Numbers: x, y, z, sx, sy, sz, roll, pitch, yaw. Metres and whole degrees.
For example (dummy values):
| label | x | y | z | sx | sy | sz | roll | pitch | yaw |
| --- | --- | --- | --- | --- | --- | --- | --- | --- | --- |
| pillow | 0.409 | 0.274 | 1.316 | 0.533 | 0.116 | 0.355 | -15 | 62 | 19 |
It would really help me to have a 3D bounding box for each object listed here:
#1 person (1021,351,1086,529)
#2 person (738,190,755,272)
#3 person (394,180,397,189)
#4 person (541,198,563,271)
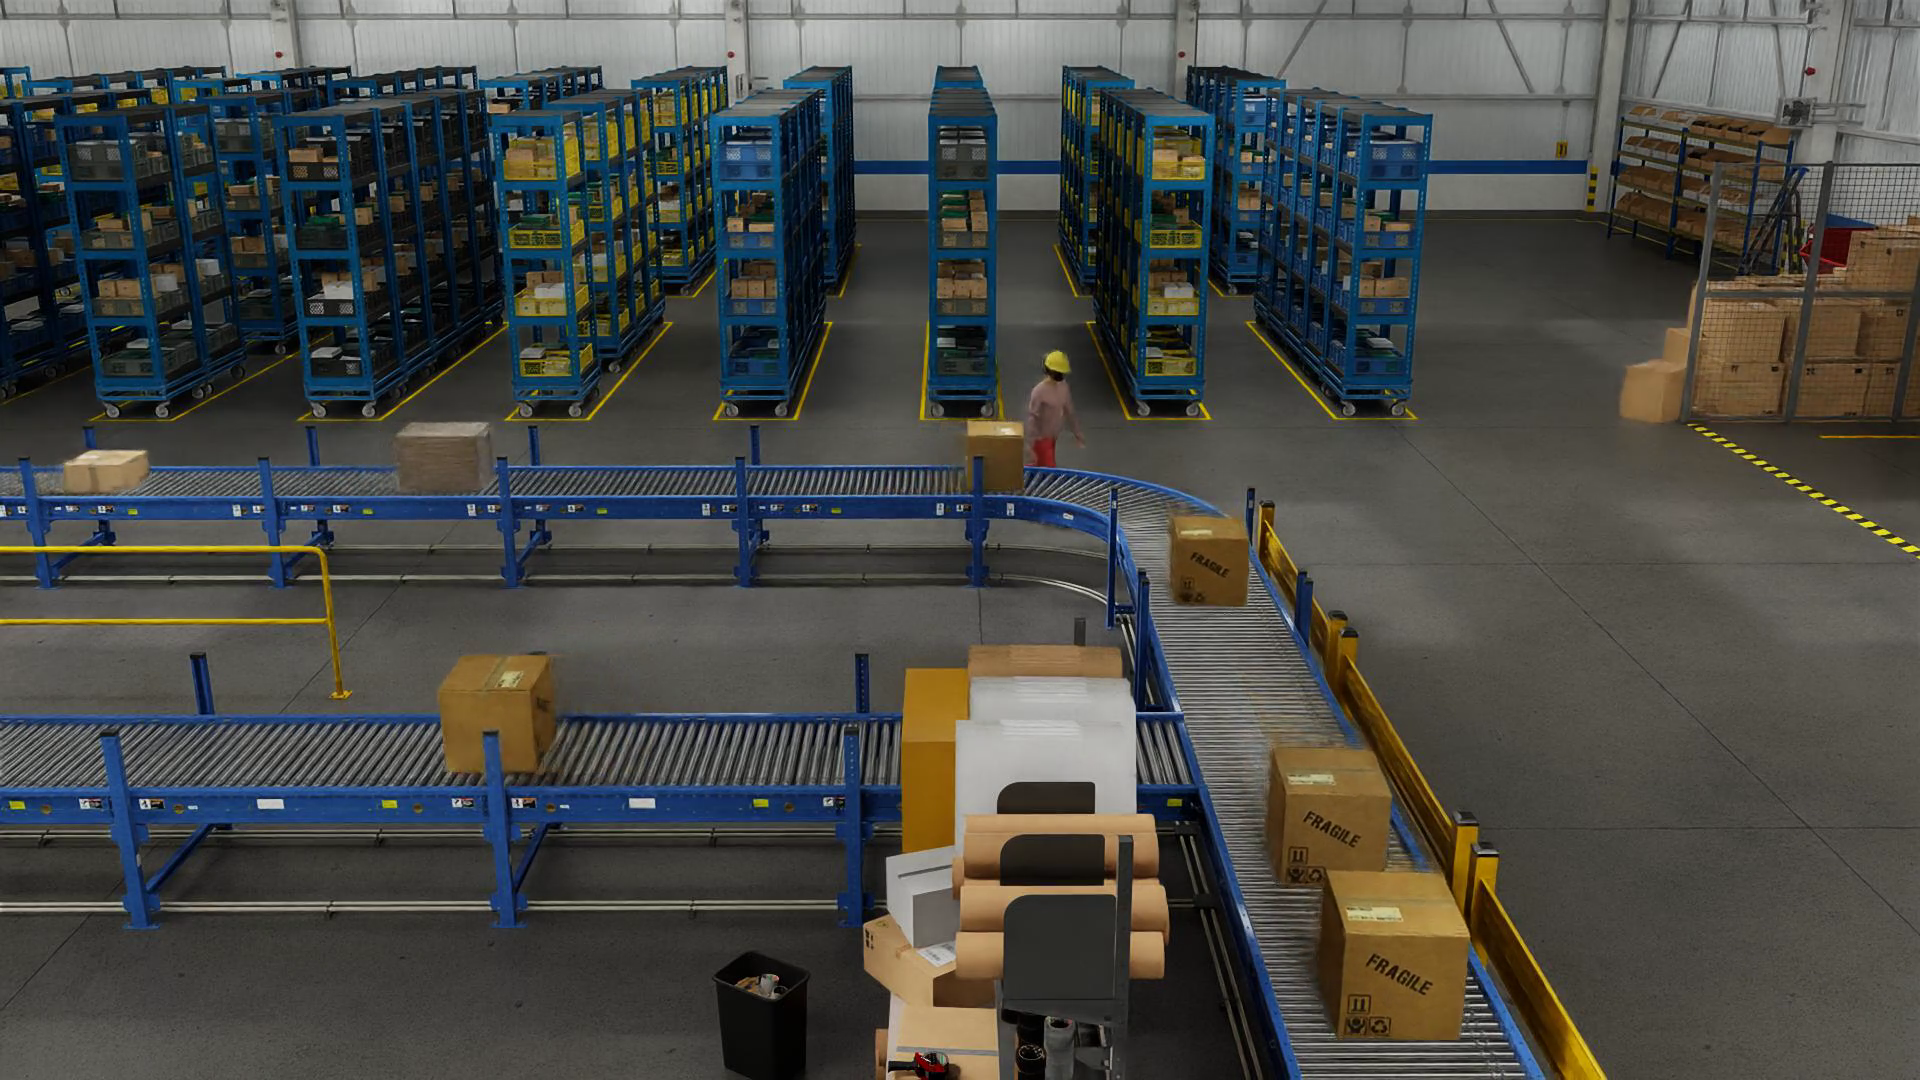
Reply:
| label | x | y | z | sx | sy | sz | roll | pitch | yaw |
| --- | --- | --- | --- | --- | --- | --- | --- | --- | --- |
| person | 0.904 | -0.957 | 15.797 | 0.904 | 1.703 | 0.548 | 12 | 22 | 33 |
| person | -3.896 | -5.892 | 30.569 | 0.384 | 1.991 | 0.609 | -4 | 18 | -13 |
| person | -11.904 | -7.047 | 34.441 | 0.985 | 1.787 | 0.591 | -4 | 18 | -11 |
| person | -6.470 | -4.585 | 26.794 | 0.591 | 1.833 | 0.404 | -6 | 19 | -18 |
